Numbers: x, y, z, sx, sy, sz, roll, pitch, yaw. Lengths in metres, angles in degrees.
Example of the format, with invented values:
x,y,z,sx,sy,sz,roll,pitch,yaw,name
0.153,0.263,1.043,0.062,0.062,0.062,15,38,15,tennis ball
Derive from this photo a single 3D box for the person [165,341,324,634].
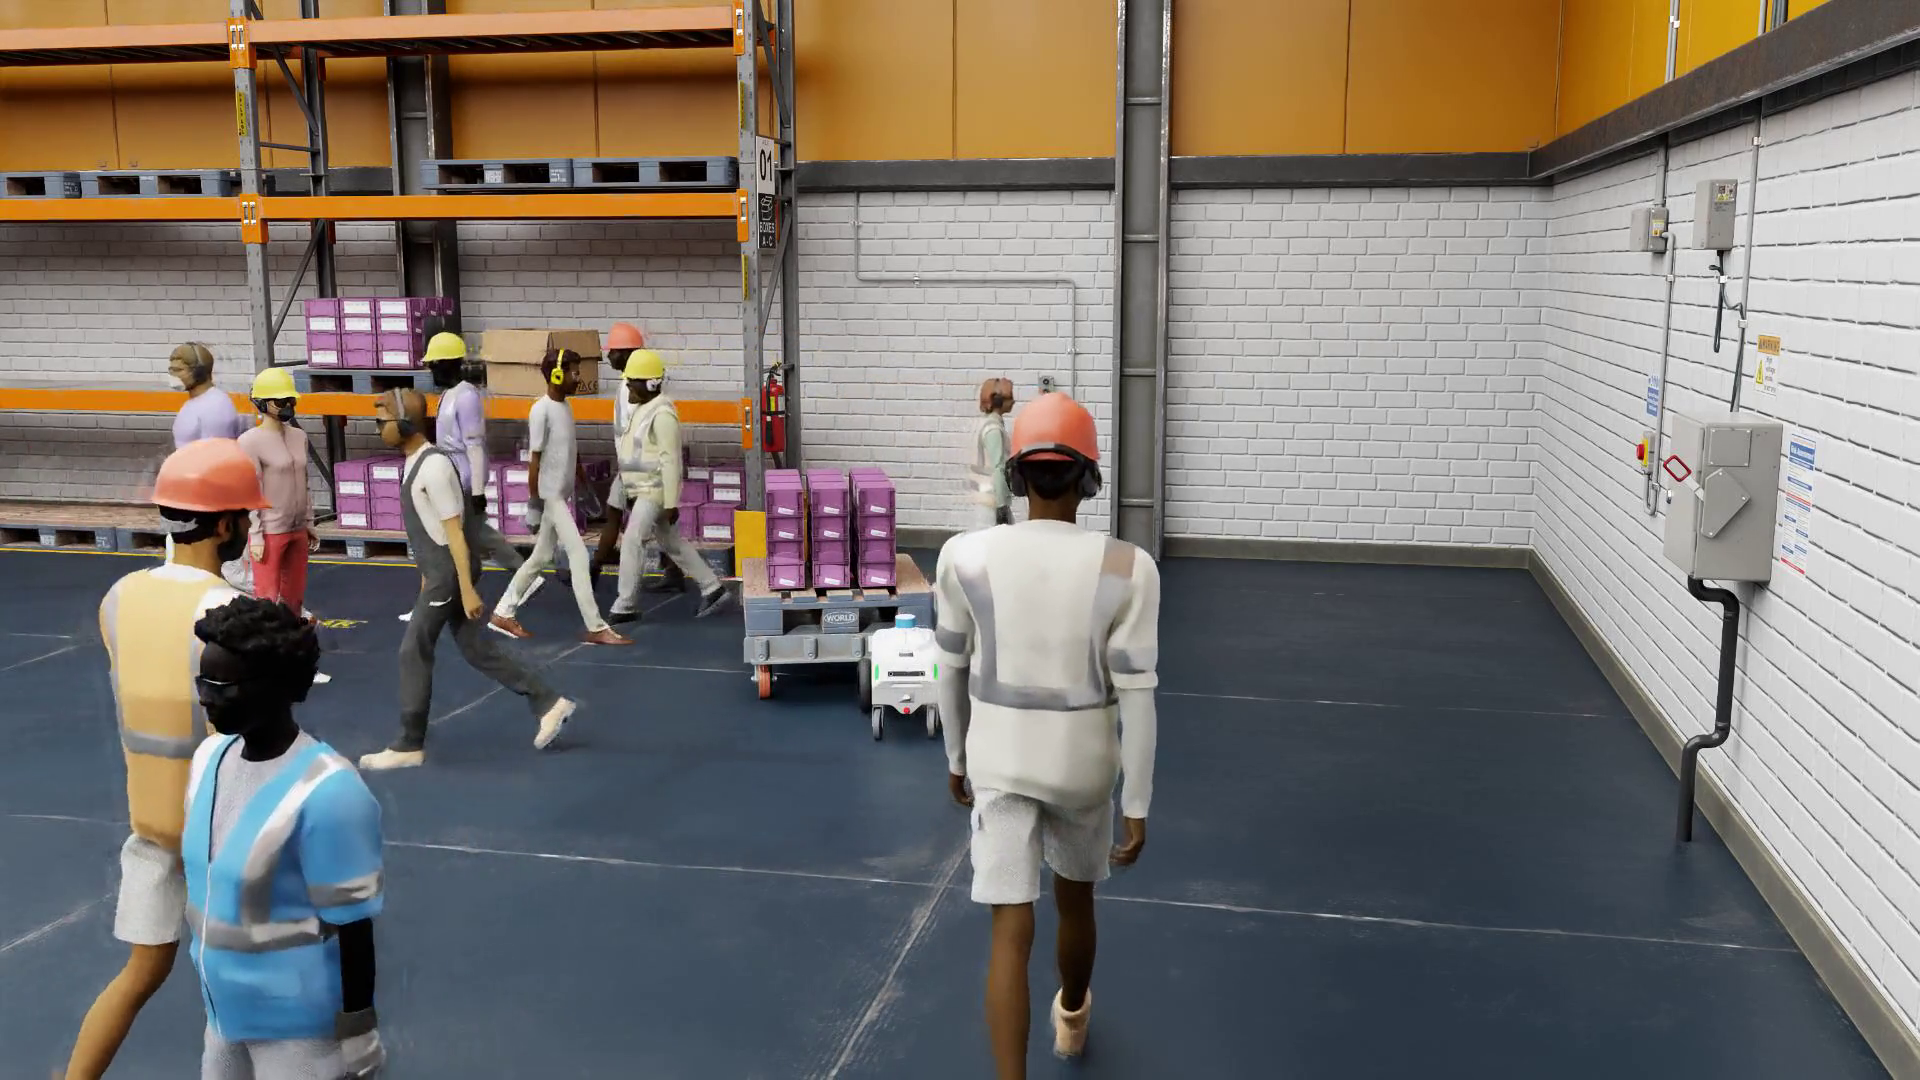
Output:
x,y,z,sx,sy,sz,roll,pitch,yaw,name
-4.228,-0.197,9.573,0.959,1.905,0.617,-9,13,-42,person

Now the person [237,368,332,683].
x,y,z,sx,sy,sz,roll,pitch,yaw,name
-3.672,-0.047,9.020,0.315,1.769,0.525,2,10,15,person

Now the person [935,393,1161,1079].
x,y,z,sx,sy,sz,roll,pitch,yaw,name
0.225,0.607,4.453,0.601,1.994,1.065,1,9,6,person

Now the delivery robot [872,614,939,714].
x,y,z,sx,sy,sz,roll,pitch,yaw,name
-0.274,0.618,8.368,0.477,0.478,0.707,0,9,-3,delivery robot

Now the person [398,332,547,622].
x,y,z,sx,sy,sz,roll,pitch,yaw,name
-3.219,-0.427,10.954,0.945,1.893,0.602,-4,10,-25,person

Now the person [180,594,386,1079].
x,y,z,sx,sy,sz,roll,pitch,yaw,name
-1.326,0.926,3.422,0.540,1.681,0.583,7,12,38,person

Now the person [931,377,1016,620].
x,y,z,sx,sy,sz,roll,pitch,yaw,name
0.142,-0.247,10.713,0.782,1.612,0.525,0,9,0,person

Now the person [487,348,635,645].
x,y,z,sx,sy,sz,roll,pitch,yaw,name
-2.499,-0.260,10.188,0.950,1.829,0.525,0,9,2,person

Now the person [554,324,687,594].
x,y,z,sx,sy,sz,roll,pitch,yaw,name
-2.380,-0.552,11.648,0.964,1.894,0.573,0,9,1,person

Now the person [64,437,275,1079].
x,y,z,sx,sy,sz,roll,pitch,yaw,name
-1.965,0.695,4.167,0.556,1.895,0.956,3,10,20,person

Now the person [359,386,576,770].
x,y,z,sx,sy,sz,roll,pitch,yaw,name
-2.300,0.165,7.741,0.948,1.788,0.529,-3,10,-20,person

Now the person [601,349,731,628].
x,y,z,sx,sy,sz,roll,pitch,yaw,name
-1.921,-0.341,10.710,0.905,1.793,0.595,-3,10,-20,person
